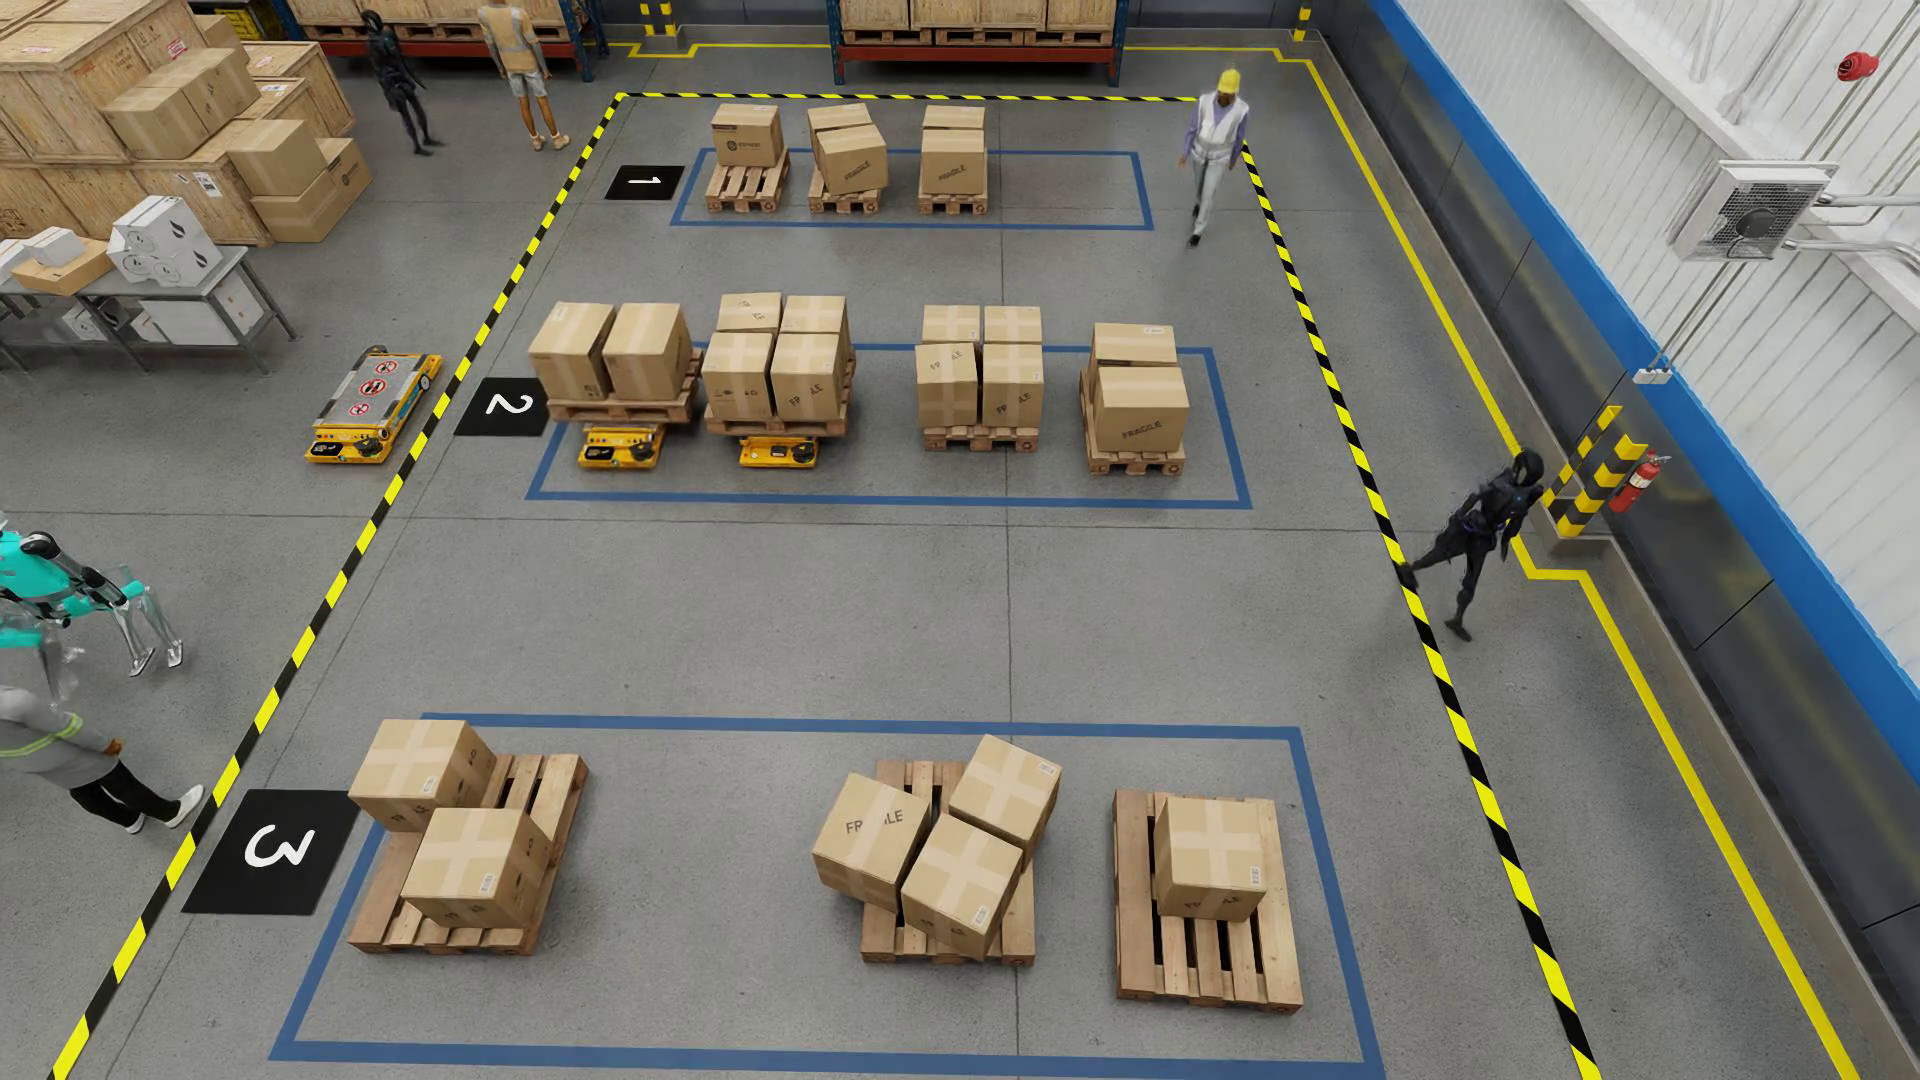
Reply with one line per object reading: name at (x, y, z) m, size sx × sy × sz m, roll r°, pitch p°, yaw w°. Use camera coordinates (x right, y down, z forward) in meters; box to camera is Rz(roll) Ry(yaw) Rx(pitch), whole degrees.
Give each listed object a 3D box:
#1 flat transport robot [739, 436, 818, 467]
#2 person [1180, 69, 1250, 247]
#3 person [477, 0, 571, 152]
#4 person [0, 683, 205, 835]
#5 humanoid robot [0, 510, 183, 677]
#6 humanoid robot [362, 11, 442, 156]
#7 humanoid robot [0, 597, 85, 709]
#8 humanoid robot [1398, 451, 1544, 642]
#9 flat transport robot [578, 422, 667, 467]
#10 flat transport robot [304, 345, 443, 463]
flat transport robot at (-1.582, -1.235, 8.394) m, size 0.652 × 0.197 × 1.431 m, roll 1°, pitch 50°, yaw 1°
person at (2.732, -4.209, 9.934) m, size 0.588 × 1.789 × 0.926 m, roll 22°, pitch 53°, yaw 18°
person at (-5.289, -5.748, 11.071) m, size 0.613 × 2.039 × 0.386 m, roll 1°, pitch 50°, yaw 0°
person at (-5.245, 1.187, 5.328) m, size 0.587 × 1.849 × 0.396 m, roll -3°, pitch 50°, yaw -2°
humanoid robot at (-5.829, 0.262, 6.095) m, size 0.533 × 1.677 × 0.735 m, roll -12°, pitch 51°, yaw -10°
humanoid robot at (-6.818, -5.546, 11.136) m, size 0.355 × 1.644 × 0.601 m, roll 8°, pitch 50°, yaw 7°
humanoid robot at (-6.469, 0.467, 6.032) m, size 0.530 × 1.802 × 0.799 m, roll 21°, pitch 53°, yaw 17°
humanoid robot at (3.639, -0.011, 6.482) m, size 0.590 × 1.621 × 0.812 m, roll -7°, pitch 50°, yaw -6°
flat transport robot at (-2.983, -1.239, 8.397) m, size 0.652 × 0.197 × 1.431 m, roll 1°, pitch 50°, yaw 1°
flat transport robot at (-5.383, -1.269, 8.441) m, size 0.659 × 0.231 × 1.431 m, roll 1°, pitch 50°, yaw 1°
